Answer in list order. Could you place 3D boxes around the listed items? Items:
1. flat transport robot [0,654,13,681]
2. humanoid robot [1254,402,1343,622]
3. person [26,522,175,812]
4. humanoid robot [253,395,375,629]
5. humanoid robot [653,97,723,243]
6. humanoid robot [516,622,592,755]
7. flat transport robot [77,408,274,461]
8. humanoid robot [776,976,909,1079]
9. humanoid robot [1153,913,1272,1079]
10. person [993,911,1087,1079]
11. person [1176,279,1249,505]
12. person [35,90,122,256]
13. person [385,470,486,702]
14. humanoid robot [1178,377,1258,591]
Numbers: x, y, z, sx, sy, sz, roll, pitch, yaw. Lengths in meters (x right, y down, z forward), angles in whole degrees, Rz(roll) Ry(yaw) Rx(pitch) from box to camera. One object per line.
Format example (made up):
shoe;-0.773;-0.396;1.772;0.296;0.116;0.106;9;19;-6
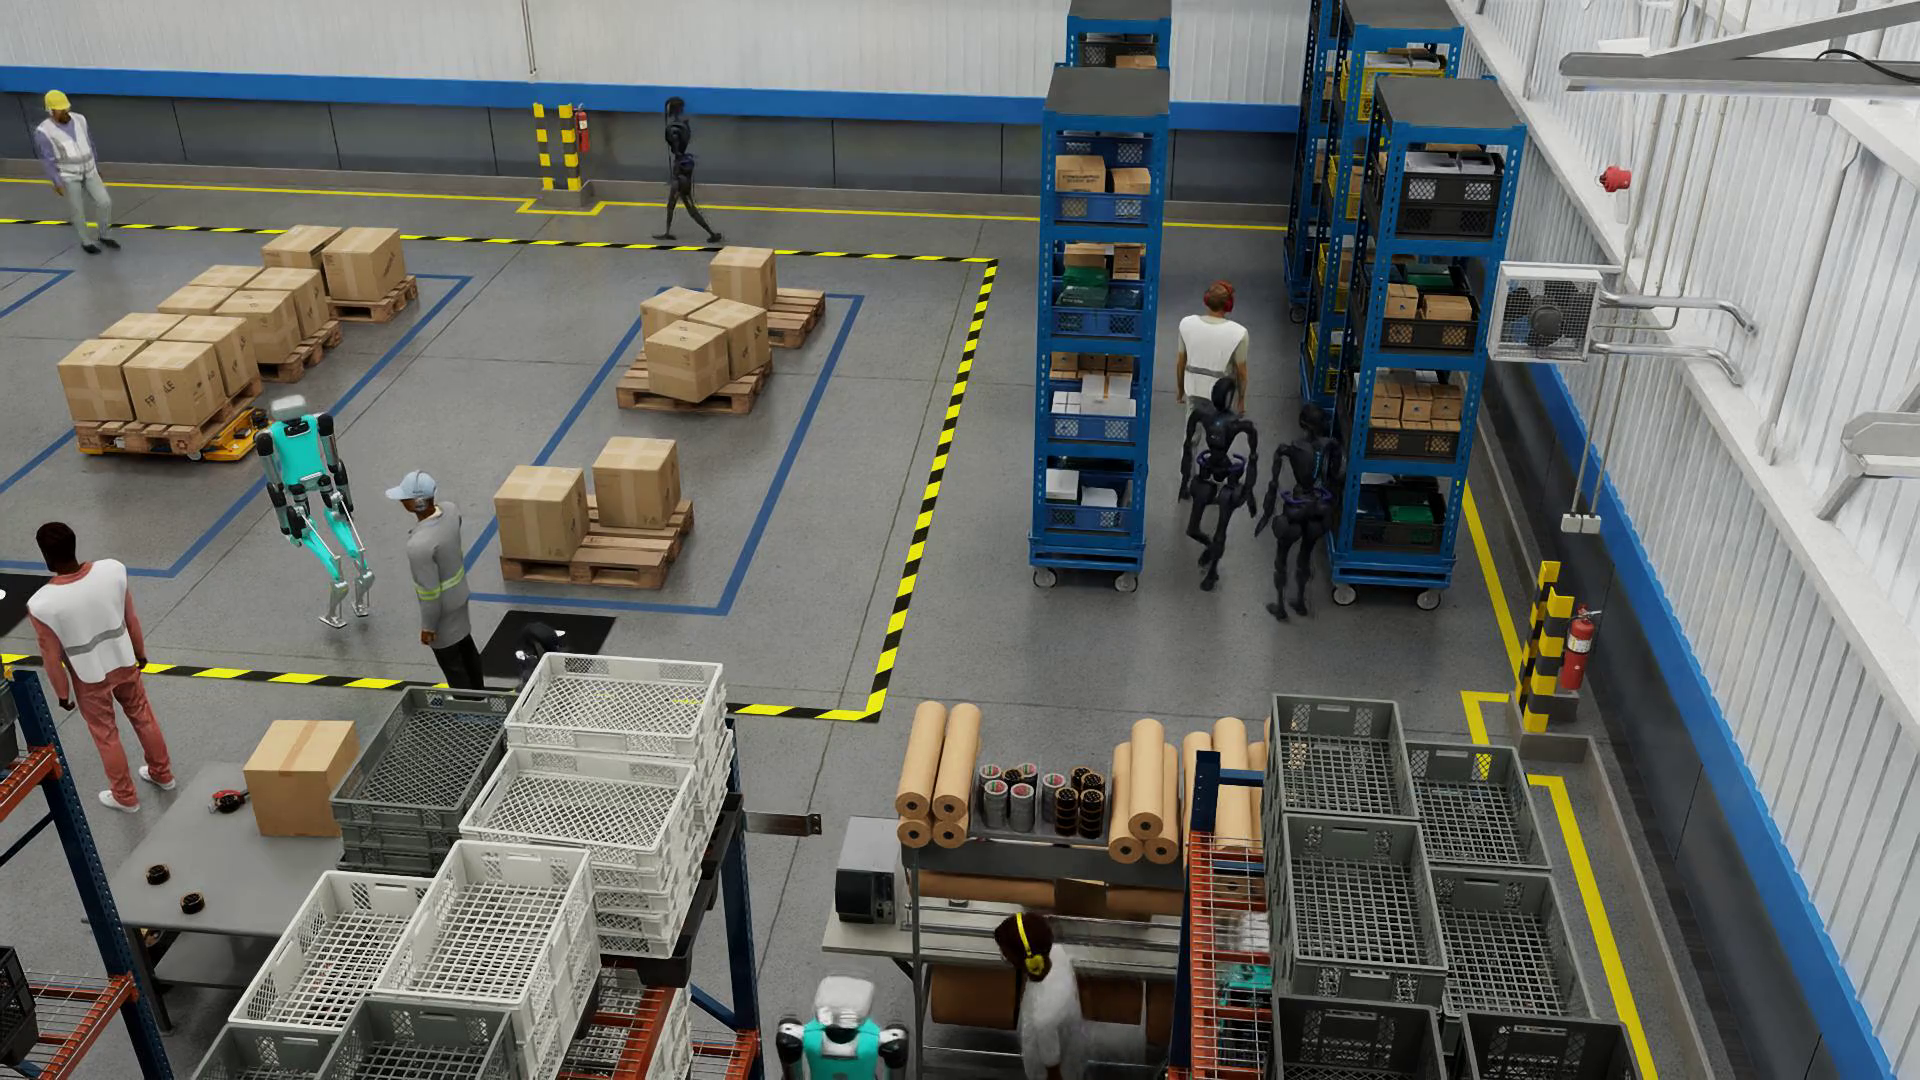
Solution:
flat transport robot;-7.142;0.969;11.010;1.431;0.231;0.659;3;30;6
humanoid robot;2.365;-0.192;11.602;0.588;1.646;0.323;-9;31;-15
person;-5.039;0.750;9.761;0.394;1.911;0.580;20;36;30
humanoid robot;-4.310;-0.135;11.317;0.533;1.673;0.735;-25;38;-36
humanoid robot;-3.056;-4.042;18.288;0.791;1.643;0.609;-2;30;-4
humanoid robot;-2.272;1.142;9.336;0.479;1.627;0.613;14;33;22
flat transport robot;-6.728;-0.944;14.268;1.431;0.197;0.652;3;30;6
humanoid robot;-0.460;2.385;7.113;0.544;1.754;0.896;1;30;2
humanoid robot;0.957;2.320;7.236;0.937;1.737;0.550;1;30;1
person;0.407;2.336;7.132;0.957;1.811;0.589;5;31;9
person;1.962;-1.145;13.072;0.568;1.842;0.373;14;33;23
person;-9.469;-3.932;17.890;0.571;1.810;0.616;17;34;27
person;-3.271;0.388;10.432;0.383;1.851;0.596;2;30;4
humanoid robot;1.888;-0.432;12.032;0.601;1.647;0.460;13;33;22
